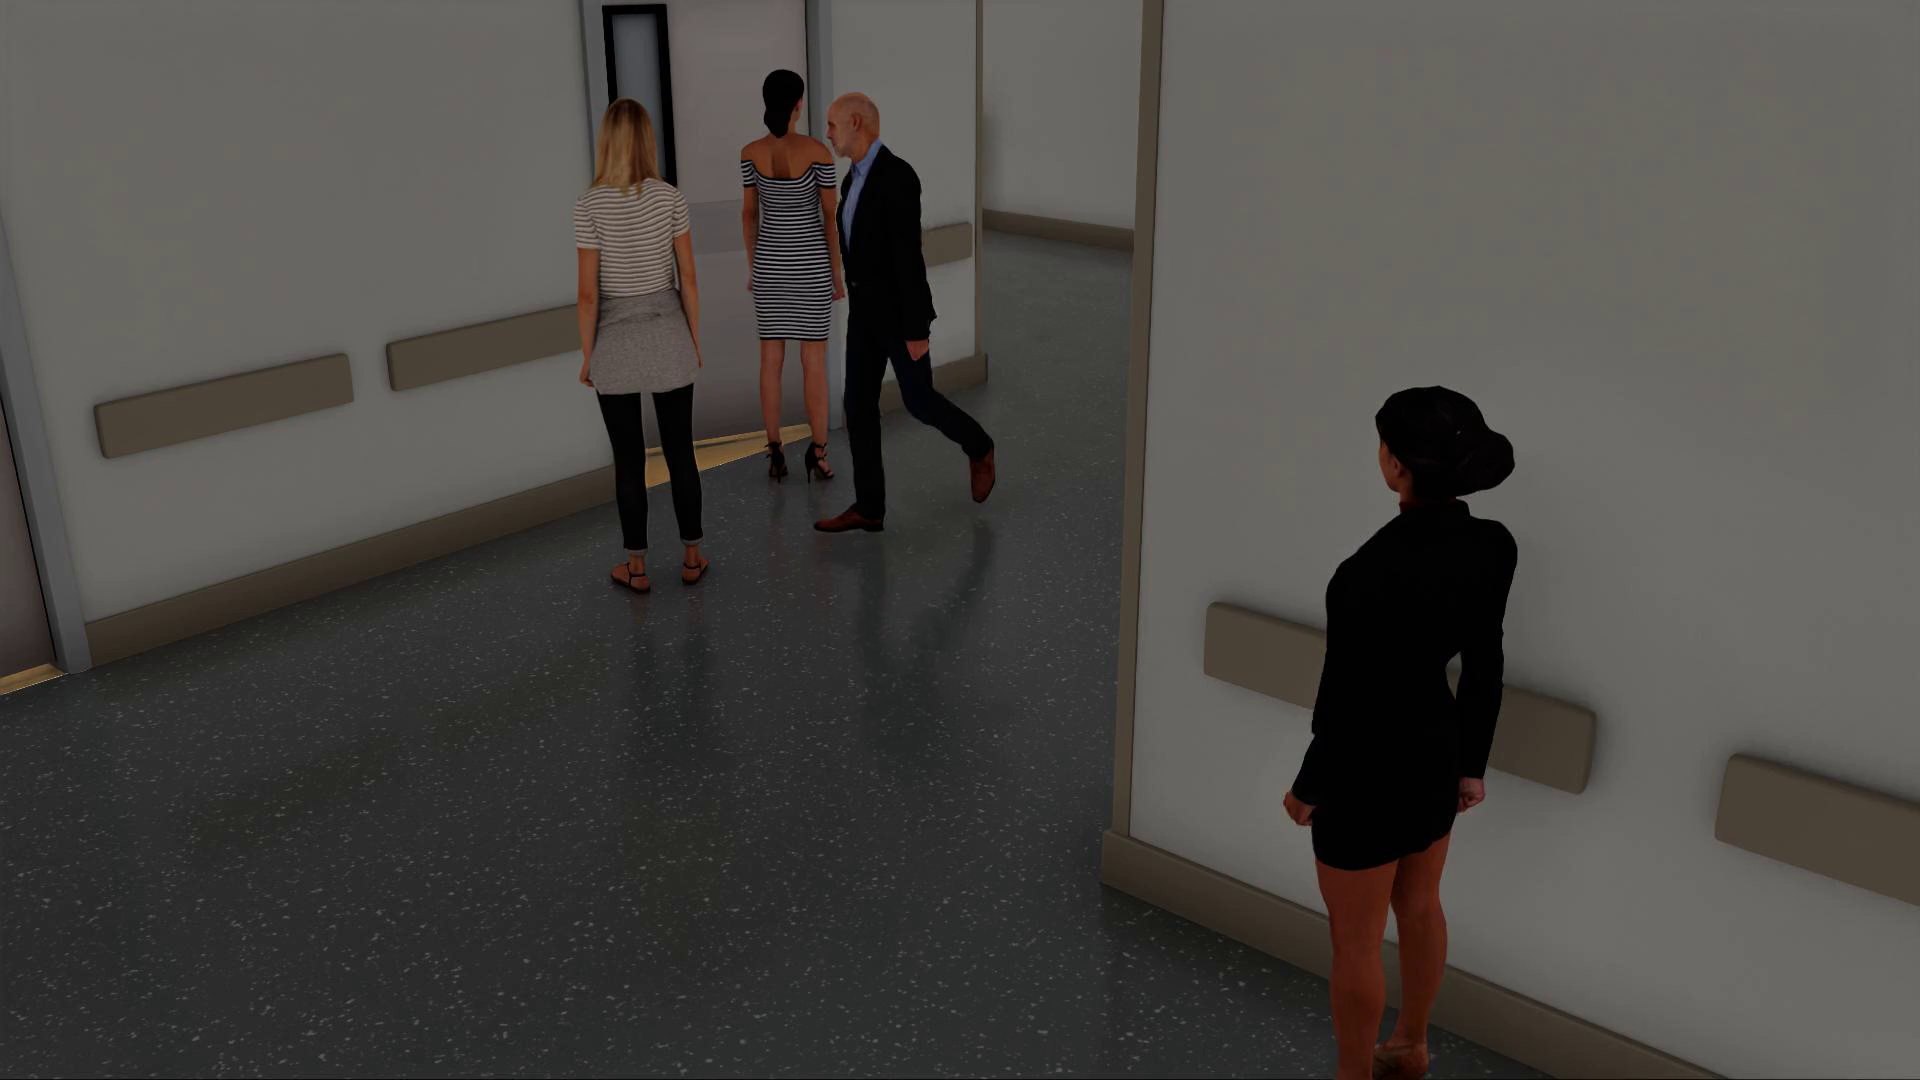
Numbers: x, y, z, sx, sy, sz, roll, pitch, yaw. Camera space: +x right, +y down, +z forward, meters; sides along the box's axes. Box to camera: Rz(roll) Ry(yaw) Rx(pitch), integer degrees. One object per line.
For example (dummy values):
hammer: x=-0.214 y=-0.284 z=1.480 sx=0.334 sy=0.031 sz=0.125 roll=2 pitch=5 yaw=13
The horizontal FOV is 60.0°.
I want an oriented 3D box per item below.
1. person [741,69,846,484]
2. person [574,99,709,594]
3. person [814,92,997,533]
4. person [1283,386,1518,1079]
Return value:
person: x=-0.753 y=-1.150 z=7.373 sx=0.680 sy=1.822 sz=0.679 roll=4 pitch=21 yaw=11
person: x=-1.178 y=-0.696 z=6.170 sx=0.625 sy=1.825 sz=0.753 roll=-8 pitch=22 yaw=-21
person: x=-0.229 y=-0.906 z=6.834 sx=1.218 sy=1.748 sz=0.928 roll=-17 pitch=27 yaw=-38
person: x=0.868 y=0.496 z=3.284 sx=0.636 sy=1.641 sz=0.721 roll=-12 pitch=24 yaw=-29
